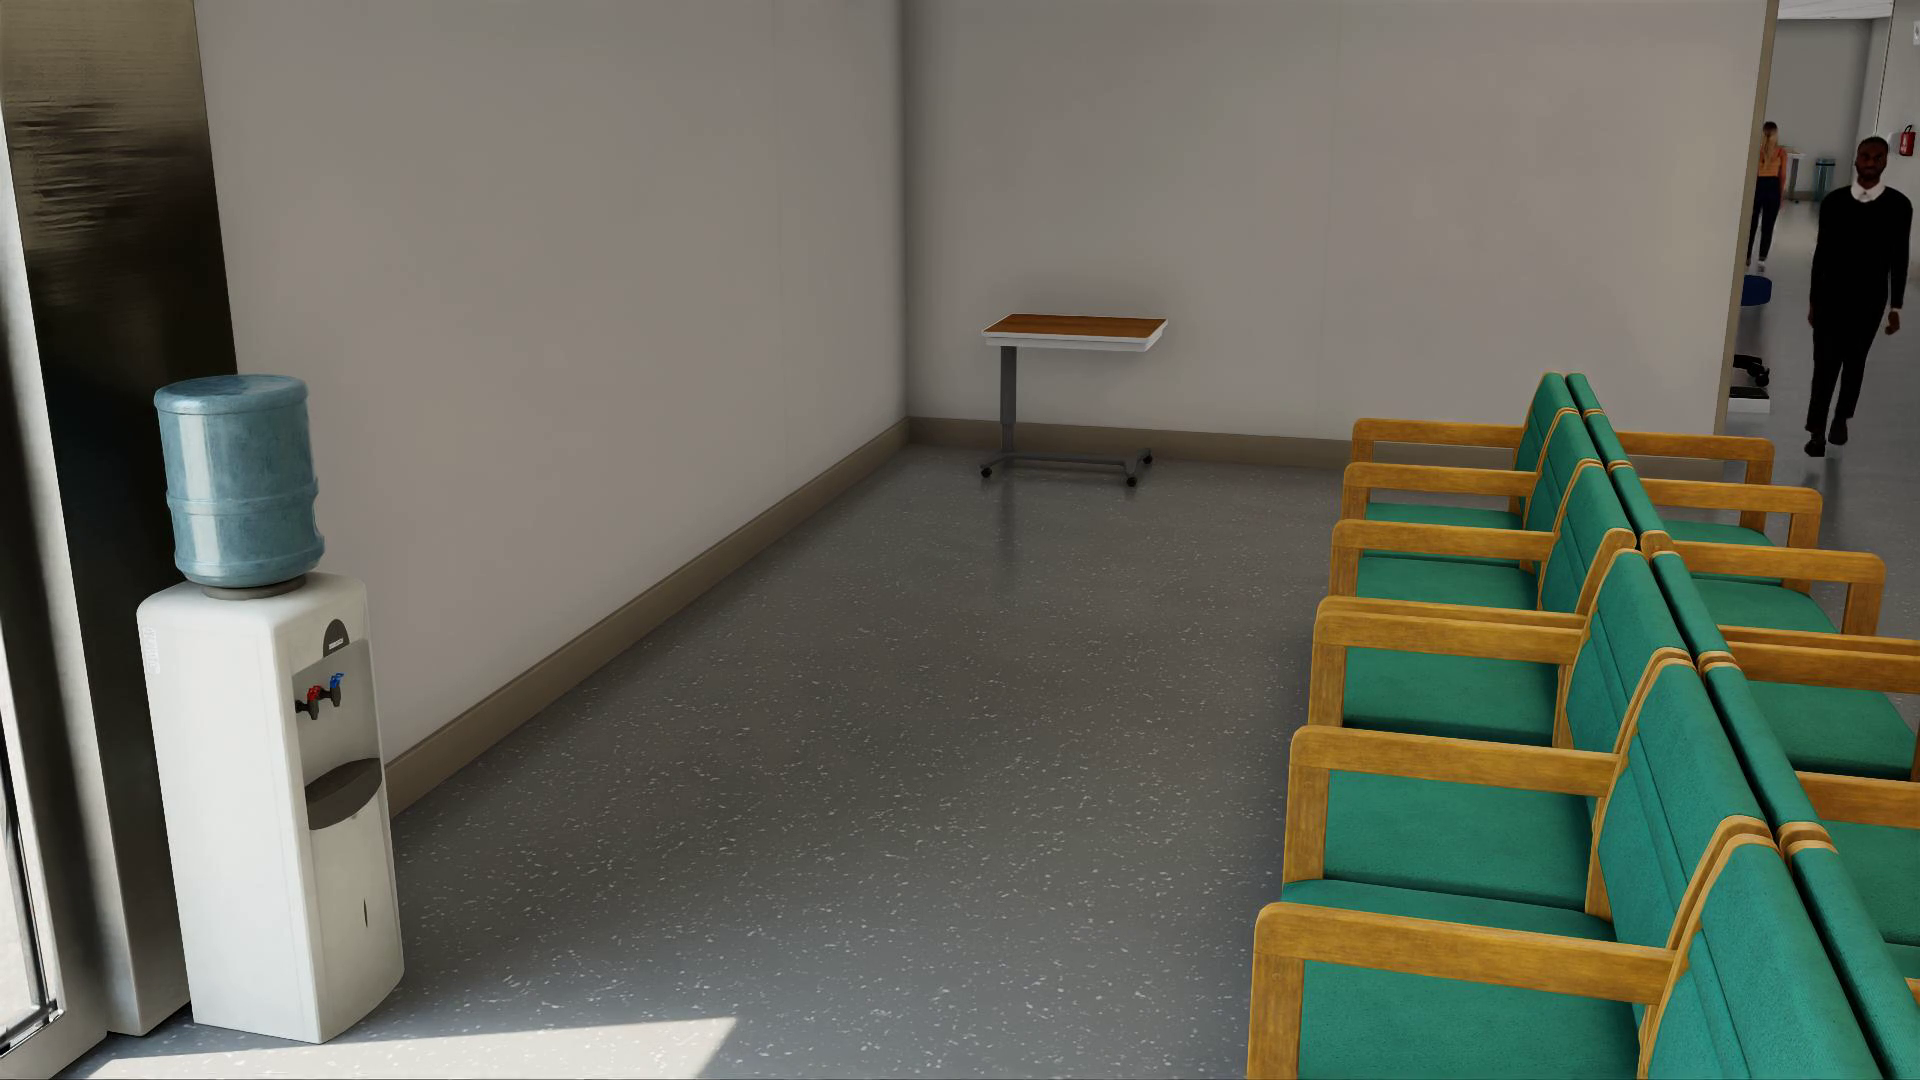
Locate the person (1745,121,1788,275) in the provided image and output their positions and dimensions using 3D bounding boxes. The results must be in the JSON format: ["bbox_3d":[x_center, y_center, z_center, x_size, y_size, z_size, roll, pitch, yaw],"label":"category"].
[{"bbox_3d":[8.696,-3.672,17.956,0.968,1.605,0.732,7,17,23],"label":"person"}]

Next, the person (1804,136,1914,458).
[{"bbox_3d":[5.074,-1.351,9.449,1.224,1.755,0.912,9,18,28],"label":"person"}]
